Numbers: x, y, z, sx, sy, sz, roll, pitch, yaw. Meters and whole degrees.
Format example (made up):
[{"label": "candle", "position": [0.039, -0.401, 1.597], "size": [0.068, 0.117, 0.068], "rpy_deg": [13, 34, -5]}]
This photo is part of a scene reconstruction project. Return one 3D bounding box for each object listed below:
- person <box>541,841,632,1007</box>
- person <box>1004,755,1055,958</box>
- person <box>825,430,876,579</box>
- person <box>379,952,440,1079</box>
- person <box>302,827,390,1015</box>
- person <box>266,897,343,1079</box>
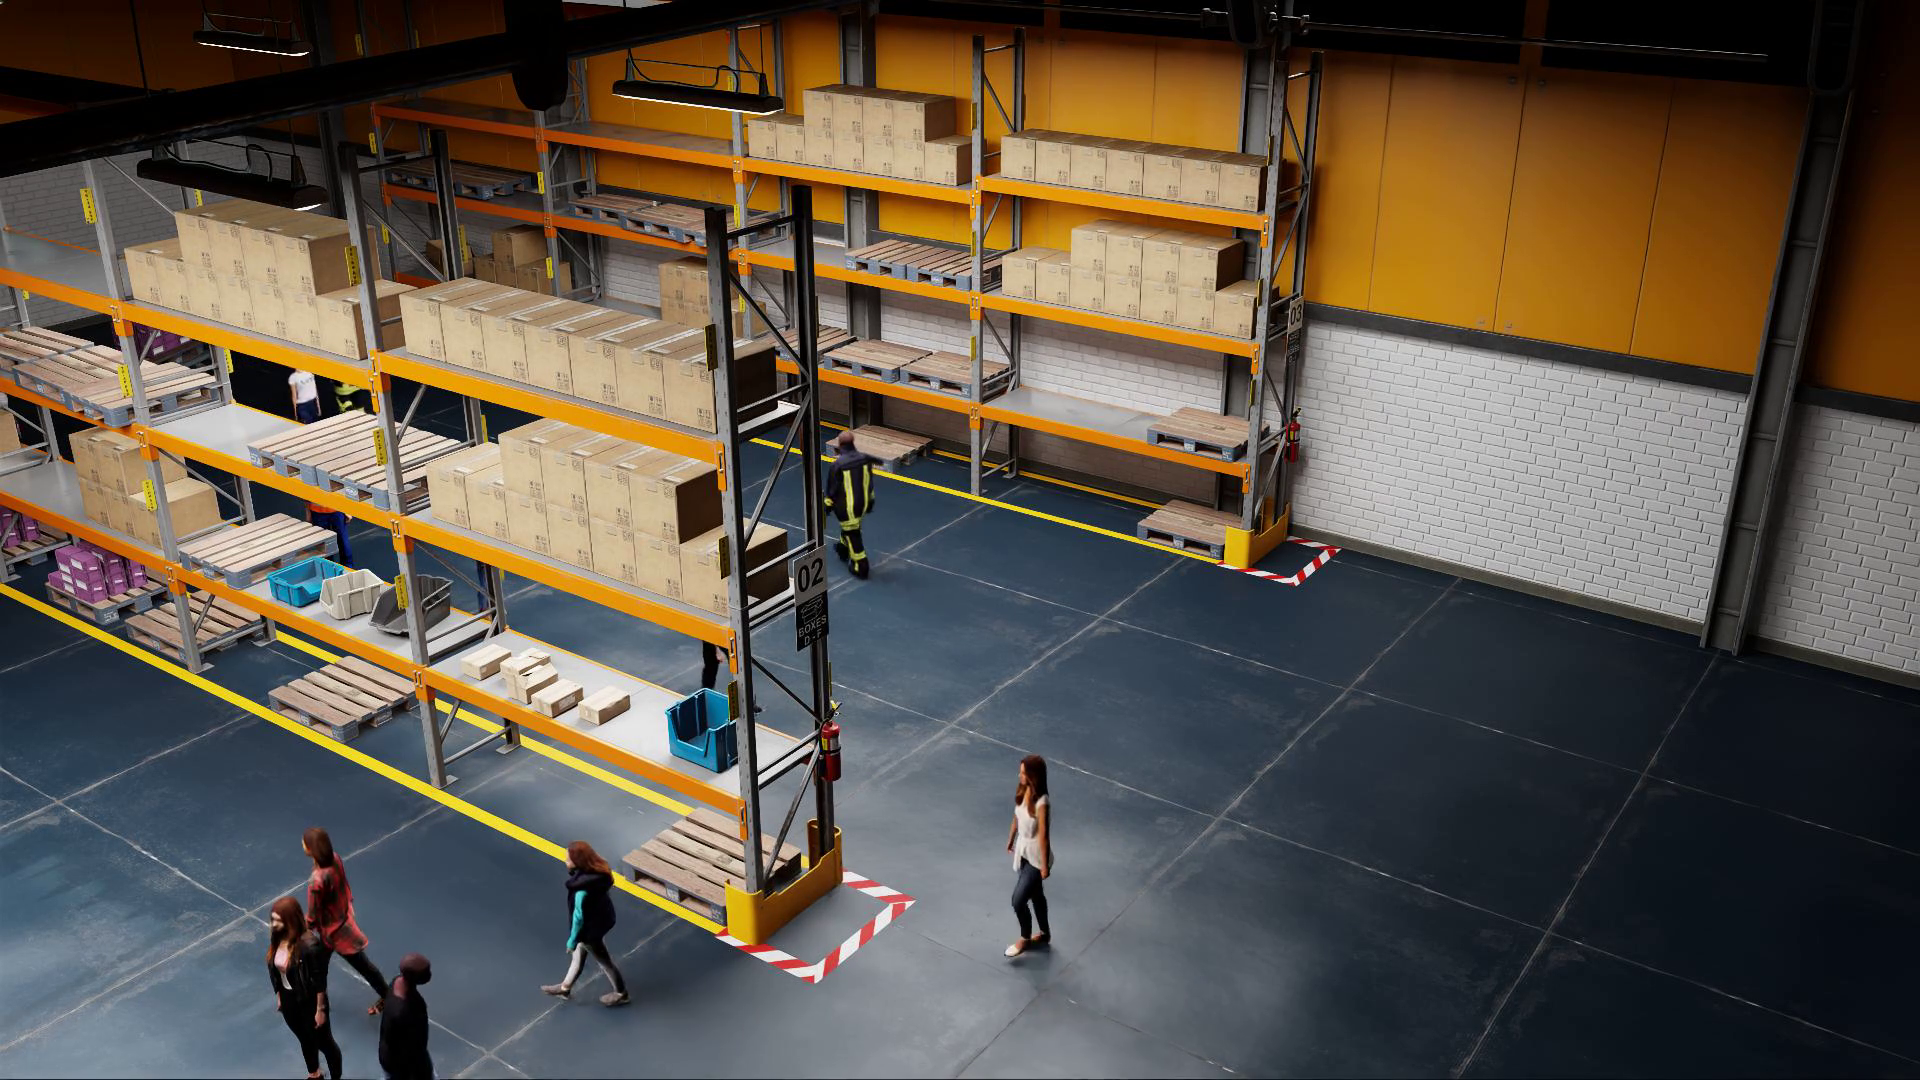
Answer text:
[{"label": "person", "position": [-2.716, 2.920, 12.580], "size": [0.993, 1.475, 0.919], "rpy_deg": [-3, 24, -7]}, {"label": "person", "position": [0.665, 2.490, 13.194], "size": [0.828, 1.773, 0.763], "rpy_deg": [-8, 25, -19]}, {"label": "person", "position": [-1.244, -0.416, 19.815], "size": [0.937, 1.793, 1.147], "rpy_deg": [-18, 30, -36]}, {"label": "person", "position": [-3.792, 3.475, 11.059], "size": [1.143, 1.677, 1.111], "rpy_deg": [-8, 25, -18]}, {"label": "person", "position": [-4.552, 2.905, 12.399], "size": [1.128, 1.647, 1.060], "rpy_deg": [-4, 24, -8]}, {"label": "person", "position": [-4.575, 3.205, 11.636], "size": [0.499, 1.709, 0.684], "rpy_deg": [12, 26, 25]}]
